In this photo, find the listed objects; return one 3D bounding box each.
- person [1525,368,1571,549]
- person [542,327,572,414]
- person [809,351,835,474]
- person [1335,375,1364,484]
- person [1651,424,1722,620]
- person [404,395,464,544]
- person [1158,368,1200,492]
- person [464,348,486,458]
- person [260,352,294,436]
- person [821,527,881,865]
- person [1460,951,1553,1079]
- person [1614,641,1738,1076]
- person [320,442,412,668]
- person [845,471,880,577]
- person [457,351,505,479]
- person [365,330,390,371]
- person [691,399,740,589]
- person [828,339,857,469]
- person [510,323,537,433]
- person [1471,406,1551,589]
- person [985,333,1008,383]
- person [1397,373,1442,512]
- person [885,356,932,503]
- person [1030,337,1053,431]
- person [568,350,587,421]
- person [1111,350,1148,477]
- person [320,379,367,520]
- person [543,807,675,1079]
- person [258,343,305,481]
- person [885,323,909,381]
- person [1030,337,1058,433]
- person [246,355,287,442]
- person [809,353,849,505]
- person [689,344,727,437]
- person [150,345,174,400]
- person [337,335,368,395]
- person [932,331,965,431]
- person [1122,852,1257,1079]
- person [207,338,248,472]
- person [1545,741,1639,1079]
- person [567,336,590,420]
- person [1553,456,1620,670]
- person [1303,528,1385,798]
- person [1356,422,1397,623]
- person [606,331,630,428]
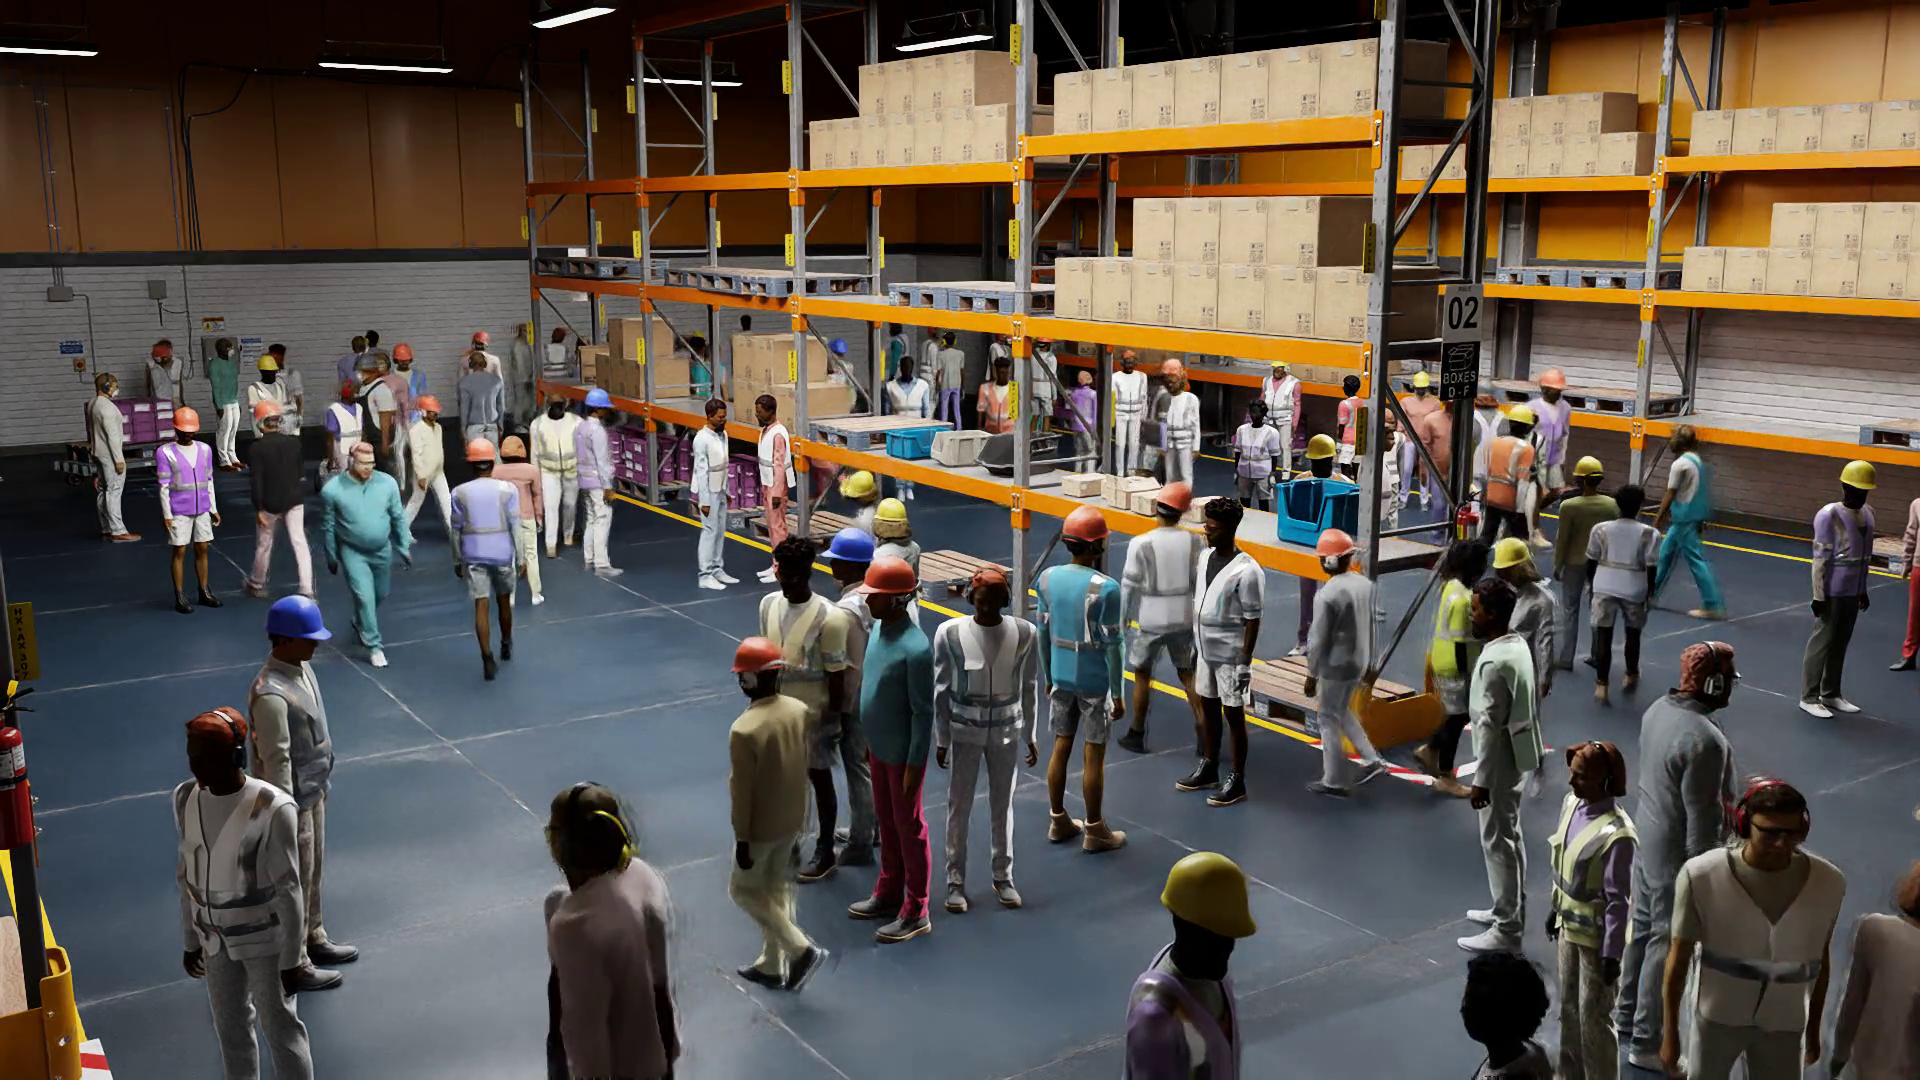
[{"bbox_3d":[6.521,-0.930,18.666,0.627,2.025,0.617,-3,11,-16],"label":"person"},{"bbox_3d":[-6.761,-2.609,27.691,0.614,1.870,0.386,-7,13,-31],"label":"person"},{"bbox_3d":[-1.995,-1.839,23.552,0.554,1.924,0.430,-8,14,-35],"label":"person"},{"bbox_3d":[4.966,-1.247,21.136,0.536,1.693,0.319,-10,15,-42],"label":"person"},{"bbox_3d":[6.690,-0.176,15.415,0.936,1.799,0.513,8,14,36],"label":"person"},{"bbox_3d":[-5.994,-0.784,18.734,0.912,1.707,0.587,4,12,18],"label":"person"},{"bbox_3d":[2.617,-1.131,20.082,0.644,1.879,0.385,7,13,31],"label":"person"},{"bbox_3d":[-7.377,-2.097,25.431,0.571,1.717,0.583,-5,12,-23],"label":"person"},{"bbox_3d":[-9.260,-1.619,22.579,0.409,1.867,0.577,-6,13,-28],"label":"person"},{"bbox_3d":[-0.591,0.887,9.543,0.381,1.951,0.605,2,11,11],"label":"person"},{"bbox_3d":[1.475,1.967,4.774,0.867,1.647,0.546,6,12,26],"label":"person"},{"bbox_3d":[3.161,1.365,7.271,0.404,1.895,0.662,1,11,7],"label":"person"},{"bbox_3d":[-4.996,0.078,13.926,0.644,1.863,0.921,-9,14,-38],"label":"person"},{"bbox_3d":[-0.729,0.288,13.249,0.353,1.710,0.595,1,11,4],"label":"person"},{"bbox_3d":[-6.257,-1.500,21.792,0.633,1.936,0.355,-9,14,-40],"label":"person"},{"bbox_3d":[-9.454,-2.465,26.935,0.518,1.862,0.319,-8,14,-36],"label":"person"},{"bbox_3d":[-2.464,-0.458,16.557,0.404,1.907,0.597,3,11,14],"label":"person"},{"bbox_3d":[-1.818,-1.968,24.234,0.616,1.913,0.632,-8,14,-35],"label":"person"},{"bbox_3d":[-7.362,-2.744,28.300,0.614,1.882,0.639,1,11,4],"label":"person"},{"bbox_3d":[5.375,-0.378,16.246,0.886,1.875,0.623,-6,13,-28],"label":"person"},{"bbox_3d":[0.637,-2.679,28.061,0.396,1.847,0.564,4,12,18],"label":"person"},{"bbox_3d":[5.774,-1.225,20.919,0.554,1.766,0.495,3,12,17],"label":"person"},{"bbox_3d":[-0.664,-1.419,21.506,0.595,1.885,0.850,-1,11,-6],"label":"person"},{"bbox_3d":[1.236,-2.490,27.206,0.571,1.810,0.522,-2,11,-8],"label":"person"},{"bbox_3d":[-5.998,-2.237,26.364,0.513,1.631,0.321,6,12,28],"label":"person"},{"bbox_3d":[2.285,-1.673,22.836,0.592,1.871,0.382,-2,11,-10],"label":"person"},{"bbox_3d":[-7.280,-1.001,19.596,0.782,1.804,0.570,2,11,9],"label":"person"},{"bbox_3d":[-1.129,1.724,5.521,0.604,1.852,0.497,6,13,28],"label":"person"},{"bbox_3d":[-9.468,-1.774,23.160,0.685,1.950,0.419,2,11,10],"label":"person"},{"bbox_3d":[-1.137,-3.032,29.963,0.432,1.820,0.672,2,11,10],"label":"person"},{"bbox_3d":[1.297,-2.264,25.734,0.546,1.928,0.382,9,14,39],"label":"person"},{"bbox_3d":[-8.824,-1.397,21.290,0.379,1.928,0.585,4,12,19],"label":"person"},{"bbox_3d":[-1.725,-1.431,21.175,0.661,2.000,0.692,0,11,-1],"label":"person"},{"bbox_3d":[-3.692,-1.946,24.372,0.599,1.825,0.451,3,11,14],"label":"person"},{"bbox_3d":[-12.049,-2.072,25.191,0.341,1.749,0.572,-3,12,-17],"label":"person"},{"bbox_3d":[-8.864,-2.057,24.651,0.629,1.936,0.371,0,11,-1],"label":"person"},{"bbox_3d":[-0.170,-2.424,26.714,0.551,1.865,0.317,-4,12,-19],"label":"person"},{"bbox_3d":[0.658,1.817,4.851,0.384,1.924,0.589,5,12,22],"label":"person"},{"bbox_3d":[-10.631,-1.958,24.136,0.373,1.940,0.628,0,11,0],"label":"person"},{"bbox_3d":[2.551,1.597,6.741,0.314,1.632,0.522,0,11,-2],"label":"person"},{"bbox_3d":[-5.895,-2.283,26.099,0.504,1.831,0.361,1,11,8],"label":"person"},{"bbox_3d":[5.100,0.192,13.594,0.524,1.761,0.336,-1,11,-7],"label":"person"},{"bbox_3d":[2.424,0.787,10.599,0.462,1.731,0.600,10,15,42],"label":"person"},{"bbox_3d":[3.763,-0.168,15.246,0.386,1.836,0.560,3,11,15],"label":"person"},{"bbox_3d":[-5.445,-2.379,26.341,0.585,1.918,0.377,-6,13,-28],"label":"person"}]
